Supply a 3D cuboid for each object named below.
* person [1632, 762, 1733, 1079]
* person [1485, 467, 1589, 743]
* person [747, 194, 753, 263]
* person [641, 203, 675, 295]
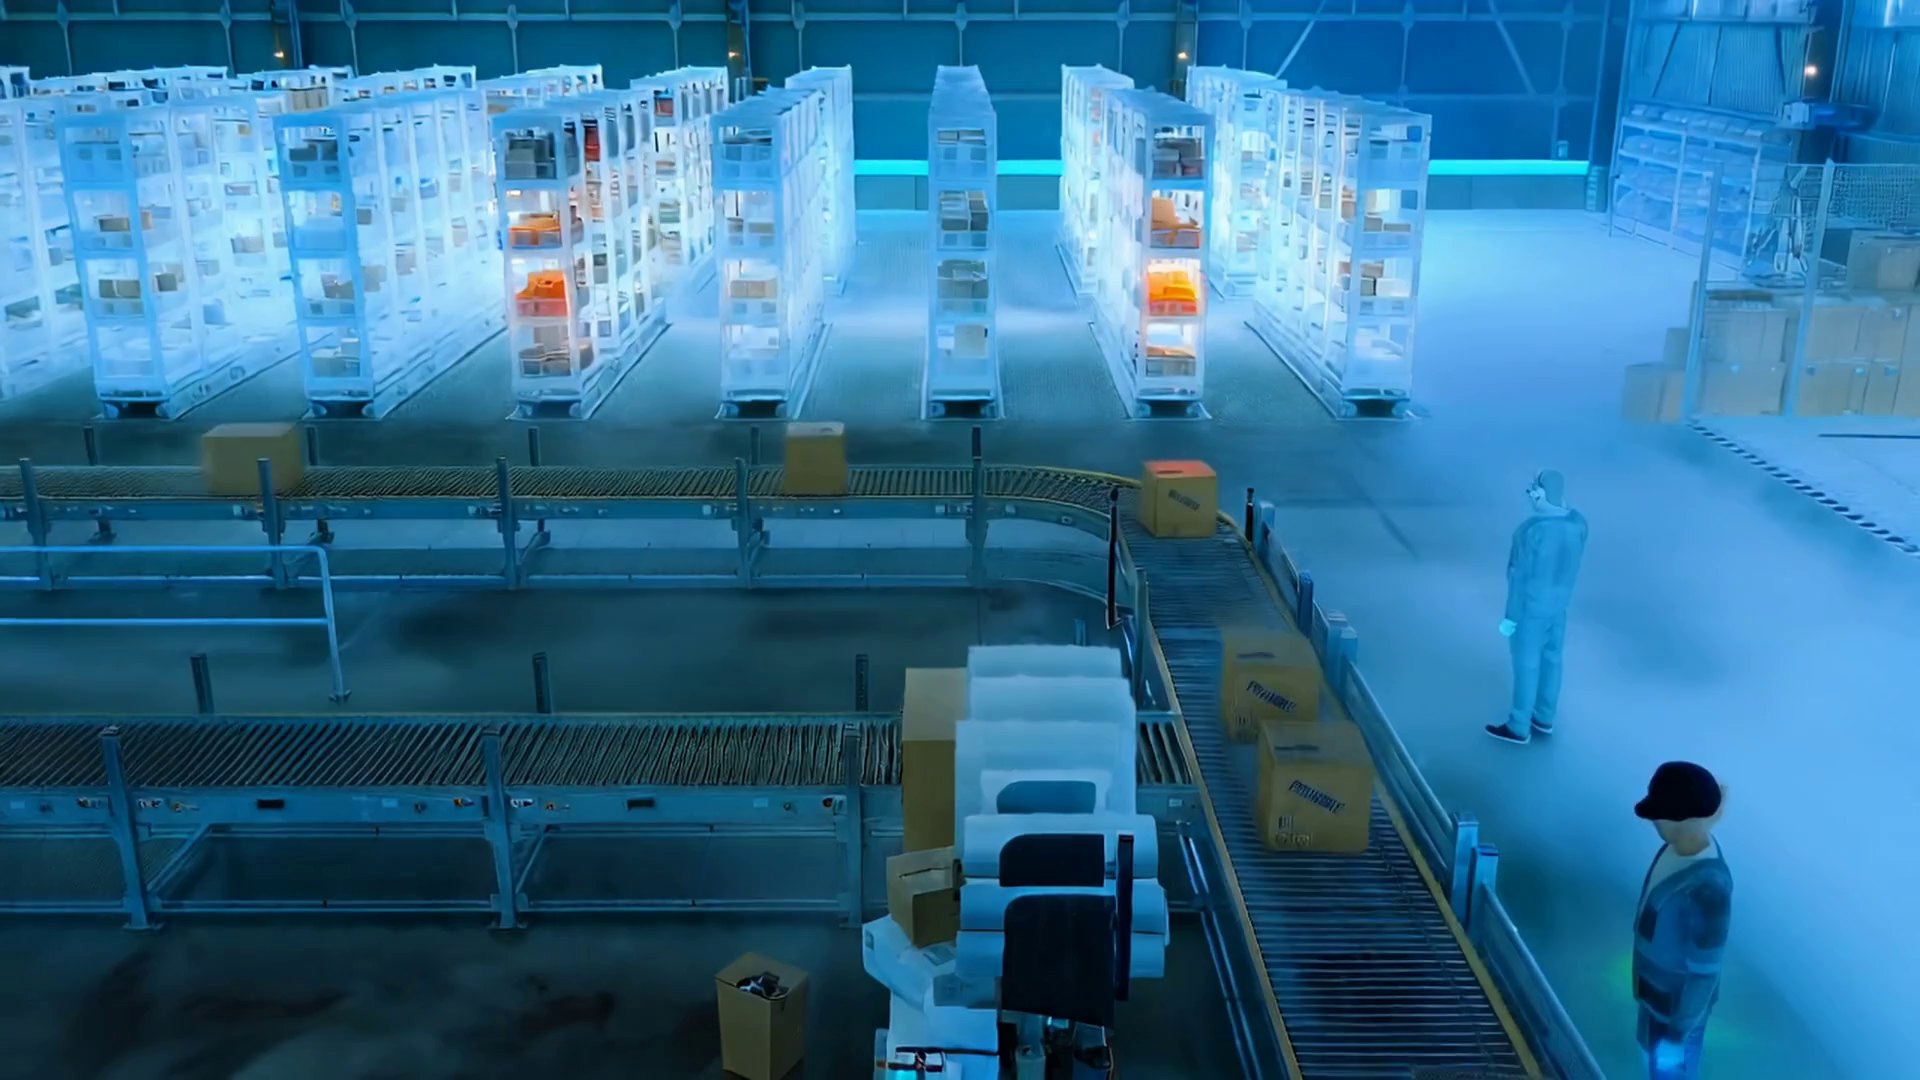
[{"bbox_3d":[2.839,1.828,6.723,0.392,2.034,0.605,4,18,11],"label":"person"},{"bbox_3d":[3.880,0.435,11.222,0.641,1.905,0.410,-12,22,-33],"label":"person"},{"bbox_3d":[-3.343,-4.847,27.664,0.985,1.802,0.564,4,18,11],"label":"person"},{"bbox_3d":[-5.117,-4.904,27.811,0.509,1.809,0.612,-3,18,-9],"label":"person"}]
